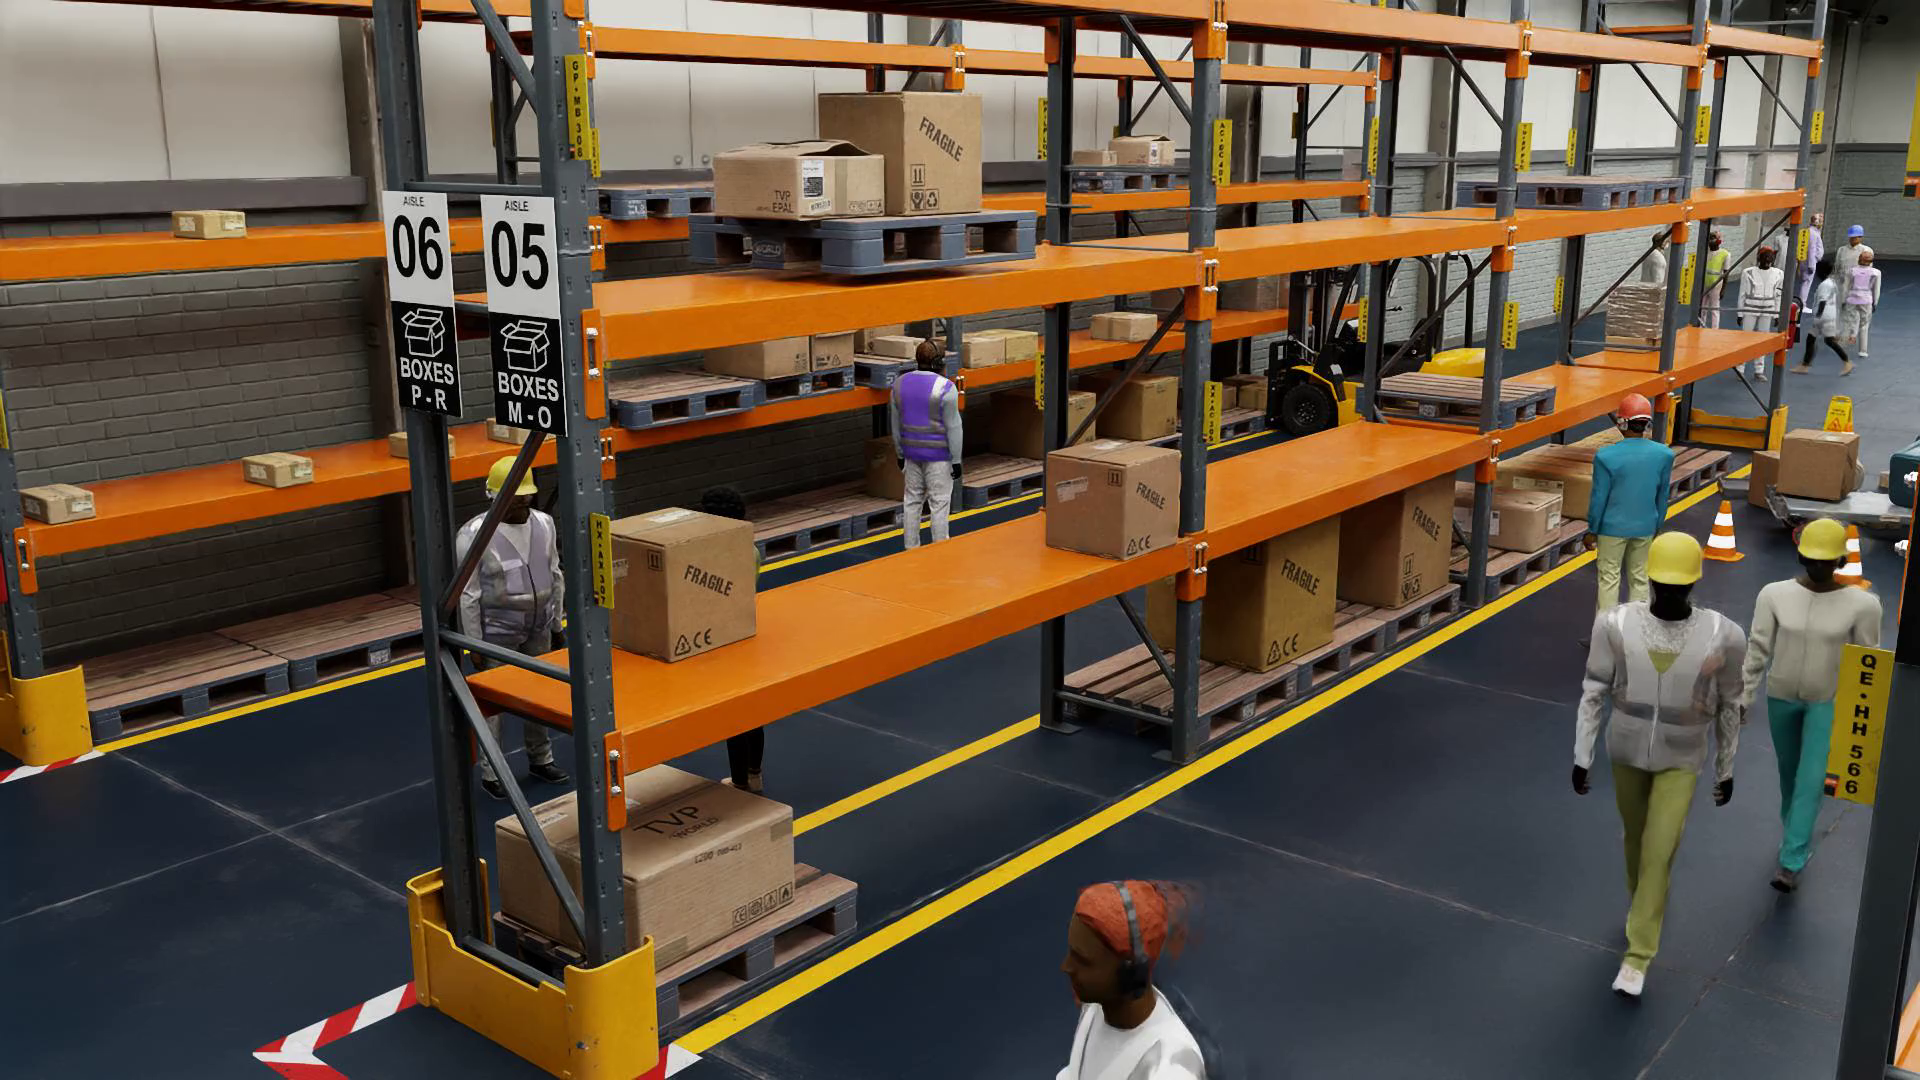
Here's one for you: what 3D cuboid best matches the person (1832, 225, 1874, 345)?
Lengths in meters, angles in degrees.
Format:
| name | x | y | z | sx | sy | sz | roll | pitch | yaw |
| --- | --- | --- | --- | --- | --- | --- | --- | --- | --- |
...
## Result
| name | x | y | z | sx | sy | sz | roll | pitch | yaw |
| --- | --- | --- | --- | --- | --- | --- | --- | --- | --- |
| person | 14.588 | -4.176 | 27.266 | 0.400 | 1.944 | 0.618 | -9 | 17 | -34 |

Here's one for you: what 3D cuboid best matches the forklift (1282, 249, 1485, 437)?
| name | x | y | z | sx | sy | sz | roll | pitch | yaw |
| --- | --- | --- | --- | --- | --- | --- | --- | --- | --- |
| forklift | 4.886 | -2.214 | 18.767 | 2.313 | 2.155 | 1.214 | 11 | 18 | 38 |

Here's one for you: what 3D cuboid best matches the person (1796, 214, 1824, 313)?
| name | x | y | z | sx | sy | sz | roll | pitch | yaw |
| --- | --- | --- | --- | --- | --- | --- | --- | --- | --- |
| person | 16.397 | -5.327 | 32.055 | 0.399 | 1.900 | 0.644 | 5 | 15 | 20 |

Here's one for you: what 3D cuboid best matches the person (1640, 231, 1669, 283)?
| name | x | y | z | sx | sy | sz | roll | pitch | yaw |
| --- | --- | --- | --- | --- | --- | --- | --- | --- | --- |
| person | 10.758 | -3.822 | 25.873 | 0.367 | 1.932 | 0.623 | 1 | 14 | 5 |

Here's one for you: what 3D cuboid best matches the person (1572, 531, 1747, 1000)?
| name | x | y | z | sx | sy | sz | roll | pitch | yaw |
| --- | --- | --- | --- | --- | --- | --- | --- | --- | --- |
| person | 2.857 | 0.873 | 6.852 | 0.607 | 1.871 | 1.017 | 8 | 16 | 31 |

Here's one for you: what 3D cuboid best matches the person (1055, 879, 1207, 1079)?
| name | x | y | z | sx | sy | sz | roll | pitch | yaw |
| --- | --- | --- | --- | --- | --- | --- | --- | --- | --- |
| person | 0.437 | 1.635 | 3.818 | 0.944 | 1.848 | 0.590 | -3 | 14 | -14 |

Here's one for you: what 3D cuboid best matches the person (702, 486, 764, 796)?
| name | x | y | z | sx | sy | sz | roll | pitch | yaw |
| --- | --- | --- | --- | --- | --- | --- | --- | --- | --- |
| person | -1.175 | 0.562 | 8.486 | 0.321 | 1.697 | 0.530 | 3 | 14 | 13 |

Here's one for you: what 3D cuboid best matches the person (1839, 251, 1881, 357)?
| name | x | y | z | sx | sy | sz | roll | pitch | yaw |
| --- | --- | --- | --- | --- | --- | --- | --- | --- | --- |
| person | 13.967 | -3.660 | 25.823 | 0.520 | 1.632 | 0.321 | 9 | 16 | 32 |

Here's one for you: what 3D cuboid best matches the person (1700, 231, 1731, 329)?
| name | x | y | z | sx | sy | sz | roll | pitch | yaw |
| --- | --- | --- | --- | --- | --- | --- | --- | --- | --- |
| person | 12.310 | -4.127 | 27.274 | 0.386 | 1.845 | 0.568 | -8 | 16 | -31 |

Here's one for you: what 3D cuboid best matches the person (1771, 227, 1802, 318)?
| name | x | y | z | sx | sy | sz | roll | pitch | yaw |
| --- | --- | --- | --- | --- | --- | --- | --- | --- | --- |
| person | 15.450 | -5.070 | 31.118 | 0.518 | 1.843 | 0.329 | 7 | 16 | 27 |

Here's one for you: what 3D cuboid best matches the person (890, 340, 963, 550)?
| name | x | y | z | sx | sy | sz | roll | pitch | yaw |
| --- | --- | --- | --- | --- | --- | --- | --- | --- | --- |
| person | -0.238 | -0.667 | 13.196 | 0.633 | 1.841 | 0.429 | 9 | 16 | 33 |

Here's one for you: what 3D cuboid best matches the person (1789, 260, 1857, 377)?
| name | x | y | z | sx | sy | sz | roll | pitch | yaw |
| --- | --- | --- | --- | --- | --- | --- | --- | --- | --- |
| person | 12.421 | -3.164 | 23.748 | 0.822 | 1.654 | 0.598 | 6 | 15 | 24 |

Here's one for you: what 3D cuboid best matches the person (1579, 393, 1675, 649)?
| name | x | y | z | sx | sy | sz | roll | pitch | yaw |
| --- | --- | --- | --- | --- | --- | --- | --- | --- | --- |
| person | 4.427 | -0.104 | 11.084 | 0.563 | 1.752 | 0.327 | -2 | 14 | -10 |

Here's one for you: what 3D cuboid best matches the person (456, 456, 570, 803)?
| name | x | y | z | sx | sy | sz | roll | pitch | yaw |
| --- | --- | --- | --- | --- | --- | --- | --- | --- | --- |
| person | -2.318 | 0.455 | 8.679 | 0.404 | 1.823 | 0.590 | 12 | 18 | 40 |

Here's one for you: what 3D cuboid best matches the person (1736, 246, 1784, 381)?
| name | x | y | z | sx | sy | sz | roll | pitch | yaw |
| --- | --- | --- | --- | --- | --- | --- | --- | --- | --- |
| person | 11.160 | -3.156 | 23.247 | 0.574 | 1.883 | 0.356 | 2 | 14 | 6 |

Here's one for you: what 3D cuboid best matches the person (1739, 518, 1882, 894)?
| name | x | y | z | sx | sy | sz | roll | pitch | yaw |
| --- | --- | --- | --- | --- | --- | --- | --- | --- | --- |
| person | 3.873 | 0.748 | 7.657 | 0.548 | 1.716 | 0.911 | 11 | 18 | 39 |
